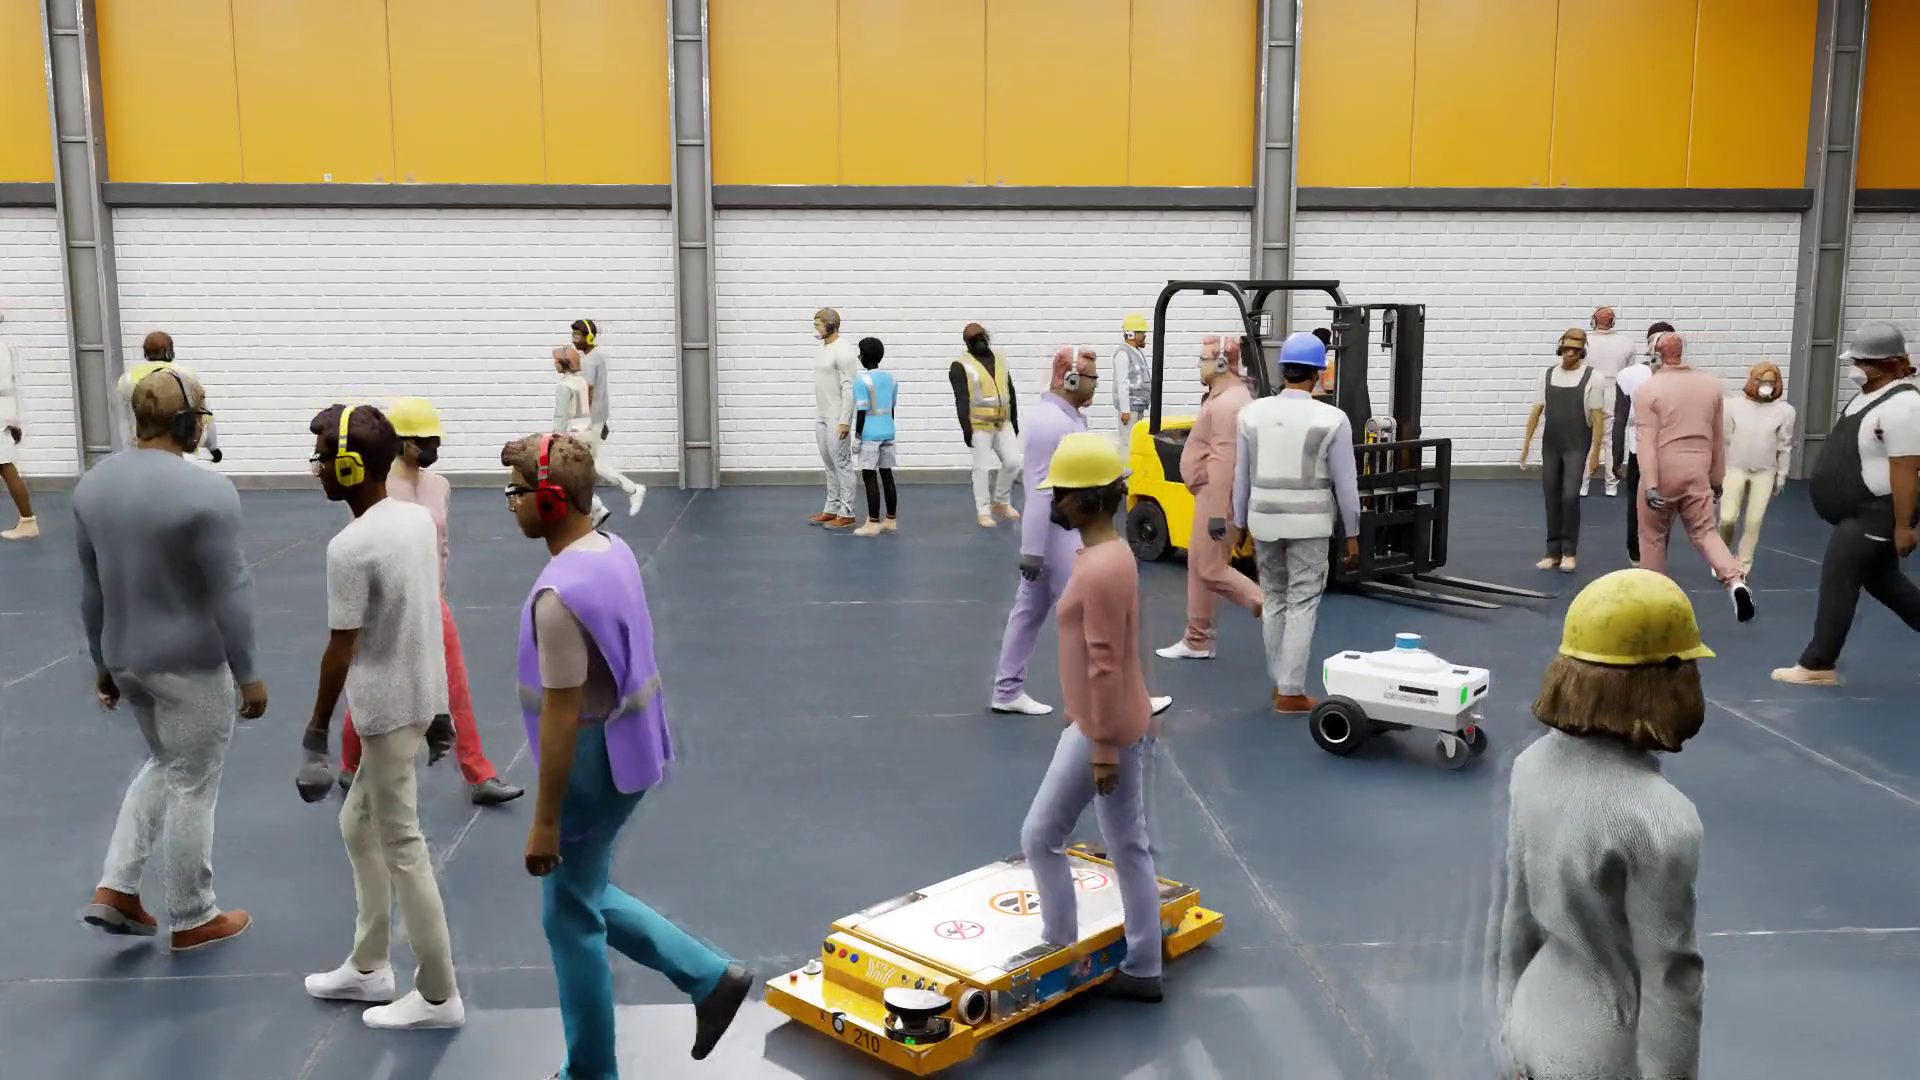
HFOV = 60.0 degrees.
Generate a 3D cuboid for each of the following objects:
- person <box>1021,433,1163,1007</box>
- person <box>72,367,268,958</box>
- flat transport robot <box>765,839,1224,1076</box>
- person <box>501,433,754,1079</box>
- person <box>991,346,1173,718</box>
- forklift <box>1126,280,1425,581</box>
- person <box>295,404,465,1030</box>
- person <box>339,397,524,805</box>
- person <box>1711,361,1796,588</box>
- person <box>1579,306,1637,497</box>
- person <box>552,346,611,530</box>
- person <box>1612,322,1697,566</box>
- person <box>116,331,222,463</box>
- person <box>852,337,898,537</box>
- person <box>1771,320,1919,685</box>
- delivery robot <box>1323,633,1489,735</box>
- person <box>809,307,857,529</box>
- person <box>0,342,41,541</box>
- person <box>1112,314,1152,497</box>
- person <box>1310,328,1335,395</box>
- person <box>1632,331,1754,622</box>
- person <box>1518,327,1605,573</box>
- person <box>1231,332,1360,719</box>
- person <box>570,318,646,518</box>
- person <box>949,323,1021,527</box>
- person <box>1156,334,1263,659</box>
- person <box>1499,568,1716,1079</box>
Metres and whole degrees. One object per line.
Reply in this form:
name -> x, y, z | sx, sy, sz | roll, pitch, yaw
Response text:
person -> 0.335, 0.553, 4.981 | 0.640, 1.743, 0.557 | 2, 9, 10
person -> -2.544, 0.408, 5.379 | 0.643, 1.927, 0.433 | 4, 10, 25
flat transport robot -> 0.149, 1.253, 5.221 | 0.652, 0.197, 1.431 | 9, 12, 43
person -> -0.894, 0.625, 4.316 | 0.575, 1.819, 0.587 | 0, 9, 0
person -> 0.588, -0.013, 8.206 | 0.957, 1.856, 0.659 | 1, 9, 6
forklift -> 2.301, -0.860, 12.475 | 1.214, 2.155, 2.313 | -6, 11, -35
person -> -1.774, 0.530, 4.829 | 0.687, 1.845, 0.547 | 1, 9, 5
person -> -2.287, 0.266, 6.899 | 0.898, 1.718, 0.530 | 5, 10, 29
person -> 5.561, -0.454, 11.708 | 0.518, 1.616, 0.391 | 3, 9, 17
person -> 6.366, -1.371, 16.572 | 0.642, 1.913, 0.410 | 1, 9, 4
person -> -3.255, -0.824, 14.042 | 0.375, 1.624, 0.513 | 0, 9, 2
person -> 5.110, -0.656, 12.231 | 0.601, 1.864, 1.020 | 4, 10, 22
person -> -6.050, -0.695, 12.731 | 0.640, 1.793, 0.978 | 1, 9, 5
person -> -0.729, -0.873, 14.116 | 0.317, 1.696, 0.540 | 6, 11, 34
person -> 4.976, -0.212, 8.889 | 0.968, 2.000, 0.681 | 3, 9, 17
delivery robot -> 2.056, 0.675, 7.678 | 0.707, 0.478, 0.477 | 6, 11, 35
person -> -1.105, -1.064, 14.563 | 0.355, 1.936, 0.633 | -5, 10, -27
person -> -8.173, -0.973, 13.779 | 0.983, 2.000, 0.635 | -1, 9, -7
person -> 1.733, -1.346, 16.669 | 0.404, 1.828, 0.600 | 3, 10, 20
person -> 3.587, -1.297, 16.820 | 0.320, 1.690, 0.535 | -6, 11, -32
person -> 4.610, -0.382, 10.530 | 0.666, 1.867, 0.871 | -2, 9, -14
person -> 4.460, -0.662, 12.398 | 0.485, 1.832, 0.563 | -9, 13, -44
person -> 1.704, -0.071, 8.360 | 0.644, 1.932, 0.502 | 6, 11, 35
person -> -3.238, -1.075, 14.958 | 0.695, 1.841, 0.562 | -2, 9, -10
person -> 0.237, -1.002, 14.629 | 0.718, 1.808, 0.435 | -6, 11, -35
person -> 1.522, -0.219, 9.408 | 0.740, 1.886, 0.644 | 2, 9, 12
person -> 1.045, 0.901, 2.878 | 0.602, 1.724, 0.496 | -1, 9, -7
